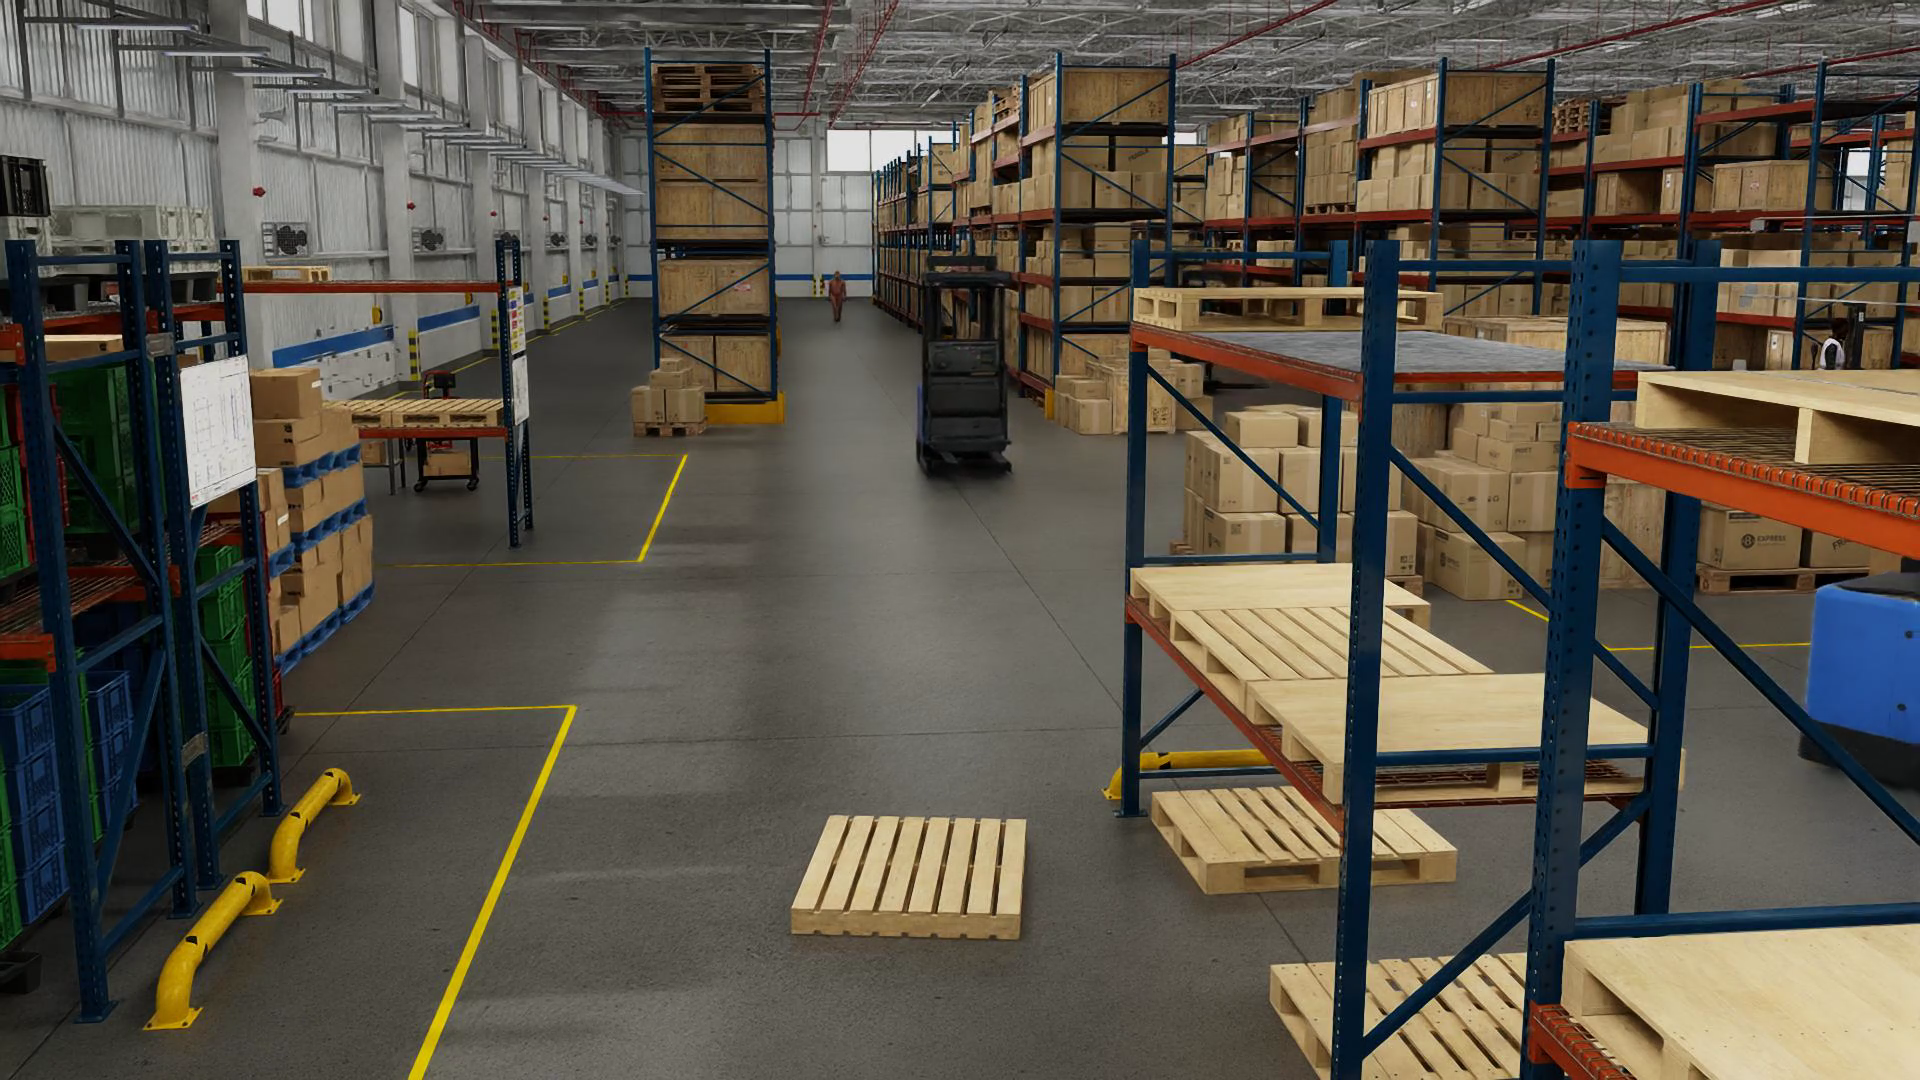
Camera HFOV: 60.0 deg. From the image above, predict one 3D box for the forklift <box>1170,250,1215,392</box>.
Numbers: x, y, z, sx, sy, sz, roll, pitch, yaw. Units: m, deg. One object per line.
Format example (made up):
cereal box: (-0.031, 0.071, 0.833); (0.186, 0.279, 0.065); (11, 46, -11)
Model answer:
forklift: (4.157, -4.404, 33.333); (1.873, 2.768, 1.129); (1, 10, 5)

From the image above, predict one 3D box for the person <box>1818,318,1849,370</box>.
person: (12.739, -2.299, 24.372); (0.385, 1.910, 0.592); (6, 12, 29)

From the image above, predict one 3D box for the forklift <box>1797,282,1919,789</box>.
forklift: (5.856, -0.092, 9.442); (1.873, 2.768, 1.129); (-7, 12, -34)

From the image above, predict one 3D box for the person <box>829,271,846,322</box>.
person: (-4.565, -9.051, 61.849); (0.646, 1.889, 0.677); (-2, 10, -8)

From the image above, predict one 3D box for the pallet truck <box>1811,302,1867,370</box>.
pallet truck: (15.846, -3.142, 28.793); (1.885, 1.965, 0.823); (2, 10, 12)

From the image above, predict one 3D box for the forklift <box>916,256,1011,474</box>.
forklift: (0.006, -2.381, 22.128); (1.129, 2.768, 1.873); (-1, 10, -6)

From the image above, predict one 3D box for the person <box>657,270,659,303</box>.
person: (-13.312, -11.050, 73.407); (0.513, 1.696, 0.875); (7, 12, 34)
